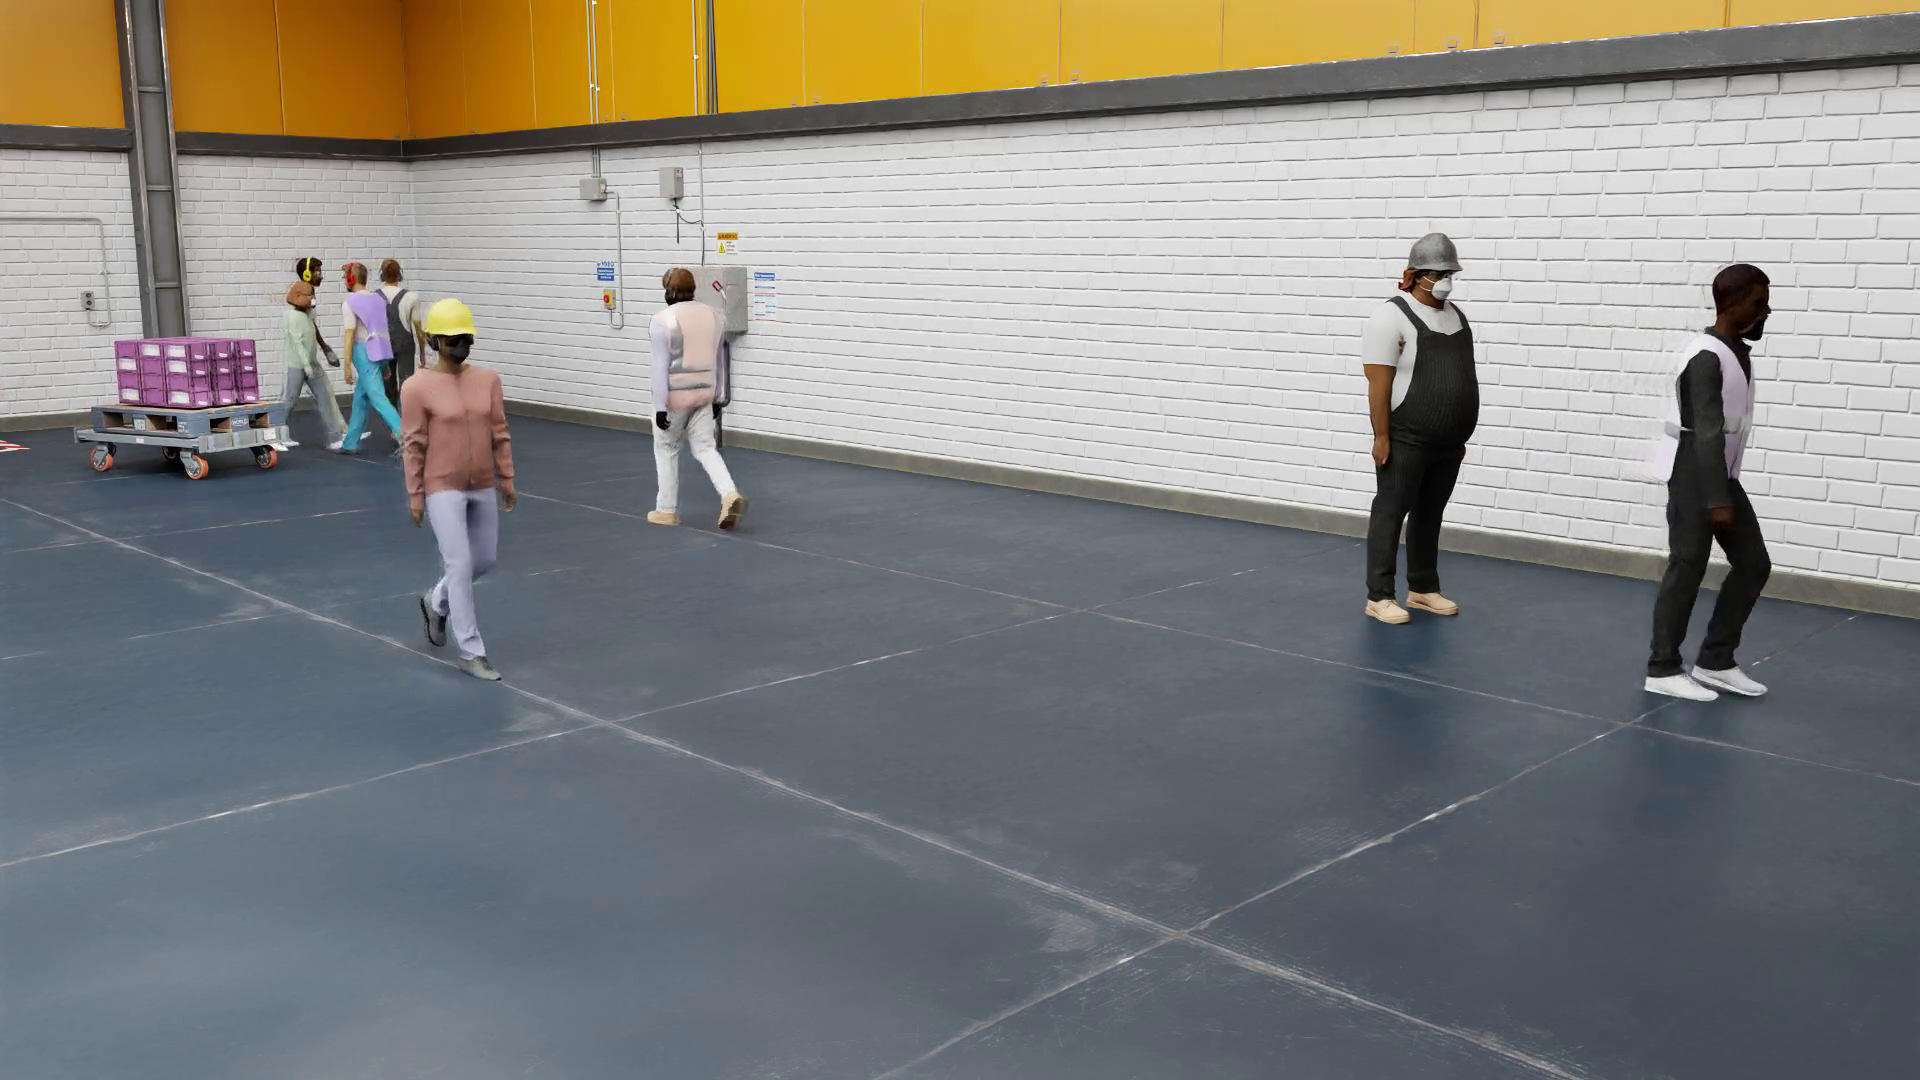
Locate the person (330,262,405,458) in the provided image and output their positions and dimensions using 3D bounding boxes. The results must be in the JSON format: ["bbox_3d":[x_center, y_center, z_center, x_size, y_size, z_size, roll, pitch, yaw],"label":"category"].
[{"bbox_3d":[-5.384,-1.624,15.144,0.981,1.801,0.589,2,11,10],"label":"person"}]

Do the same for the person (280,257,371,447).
[{"bbox_3d":[-6.256,-1.799,15.997,0.958,1.806,0.485,-4,11,-19],"label":"person"}]

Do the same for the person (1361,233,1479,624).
[{"bbox_3d":[2.455,-0.584,8.730,0.686,2.000,0.535,-7,12,-32],"label":"person"}]

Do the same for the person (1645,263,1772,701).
[{"bbox_3d":[3.287,-0.222,7.139,0.608,1.898,0.603,9,14,41],"label":"person"}]

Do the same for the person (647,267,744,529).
[{"bbox_3d":[-1.855,-0.969,11.453,0.834,1.813,0.632,10,14,43],"label":"person"}]

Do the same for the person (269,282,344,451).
[{"bbox_3d":[-6.196,-1.622,15.616,0.833,1.597,0.512,0,10,0],"label":"person"}]

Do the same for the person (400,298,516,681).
[{"bbox_3d":[-2.371,-0.252,7.738,0.724,1.750,0.527,8,13,38],"label":"person"}]

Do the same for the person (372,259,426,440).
[{"bbox_3d":[-5.462,-1.819,16.126,0.516,1.804,0.932,-2,11,-12],"label":"person"}]
